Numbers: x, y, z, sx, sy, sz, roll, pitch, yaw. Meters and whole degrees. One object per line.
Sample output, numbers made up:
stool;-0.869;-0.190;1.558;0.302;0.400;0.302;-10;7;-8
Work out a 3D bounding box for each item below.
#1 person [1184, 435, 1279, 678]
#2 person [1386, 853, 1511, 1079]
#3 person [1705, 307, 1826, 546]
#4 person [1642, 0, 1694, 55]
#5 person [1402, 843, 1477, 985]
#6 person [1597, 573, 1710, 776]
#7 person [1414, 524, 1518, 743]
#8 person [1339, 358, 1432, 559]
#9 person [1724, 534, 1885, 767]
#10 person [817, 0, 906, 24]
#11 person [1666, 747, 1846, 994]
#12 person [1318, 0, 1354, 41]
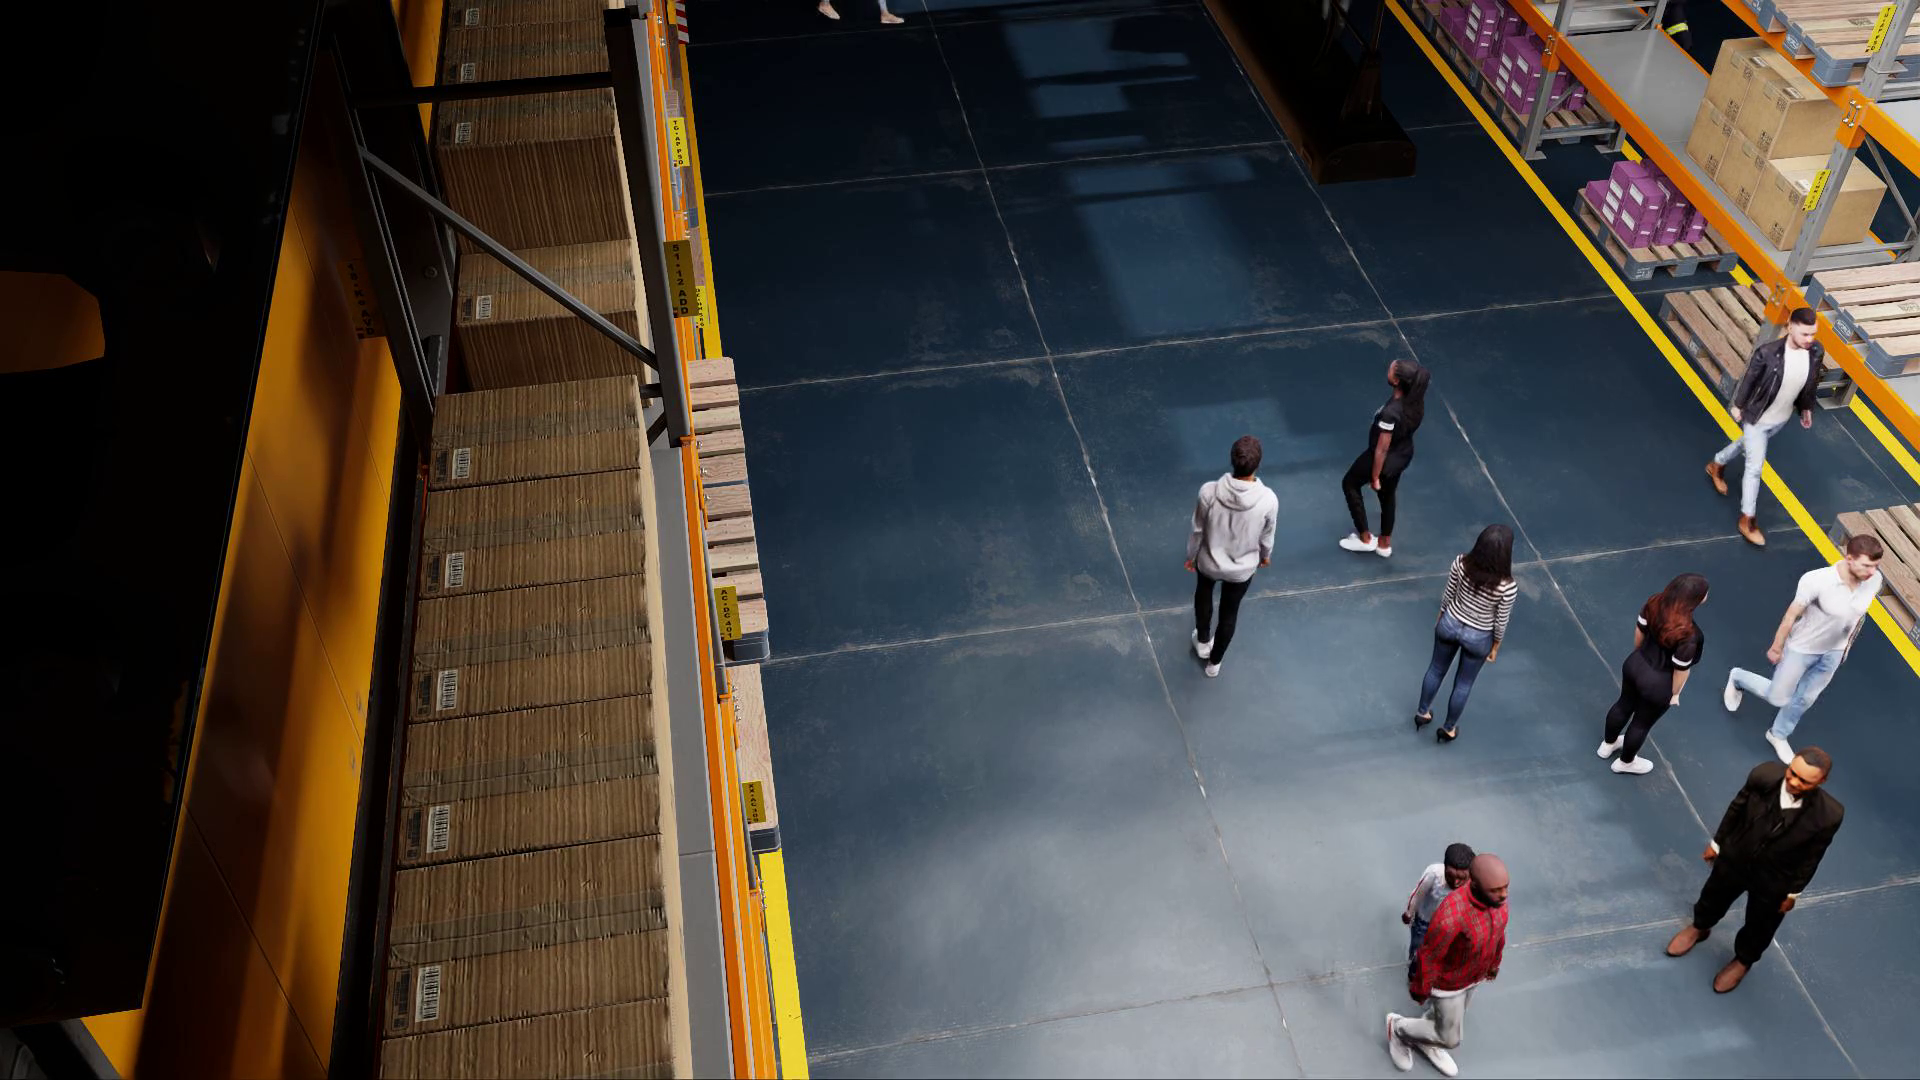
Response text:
person;1.706;0.188;10.630;0.795;1.916;0.772;7;44;7
person;2.513;2.159;8.638;0.811;1.808;0.850;-30;51;-28
person;5.742;-0.953;11.910;0.689;1.801;1.113;-8;44;-8
person;7.256;-5.678;16.751;0.938;1.964;1.067;-20;47;-20
person;2.654;2.026;9.183;0.627;1.249;0.617;6;44;6
person;4.242;0.814;10.173;0.692;1.639;0.559;-13;45;-13
person;3.118;0.594;10.292;0.632;1.793;0.702;28;50;27
person;3.026;-0.516;11.513;0.758;1.716;0.807;-34;53;-30
person;5.215;0.592;10.264;0.643;1.836;0.847;-7;44;-8
person;-1.166;-6.252;17.511;1.040;1.749;1.207;12;45;12
person;4.346;1.741;9.011;0.833;1.901;0.717;-30;51;-27
person;3.880;-5.805;17.010;0.714;1.792;0.848;-3;44;-3
